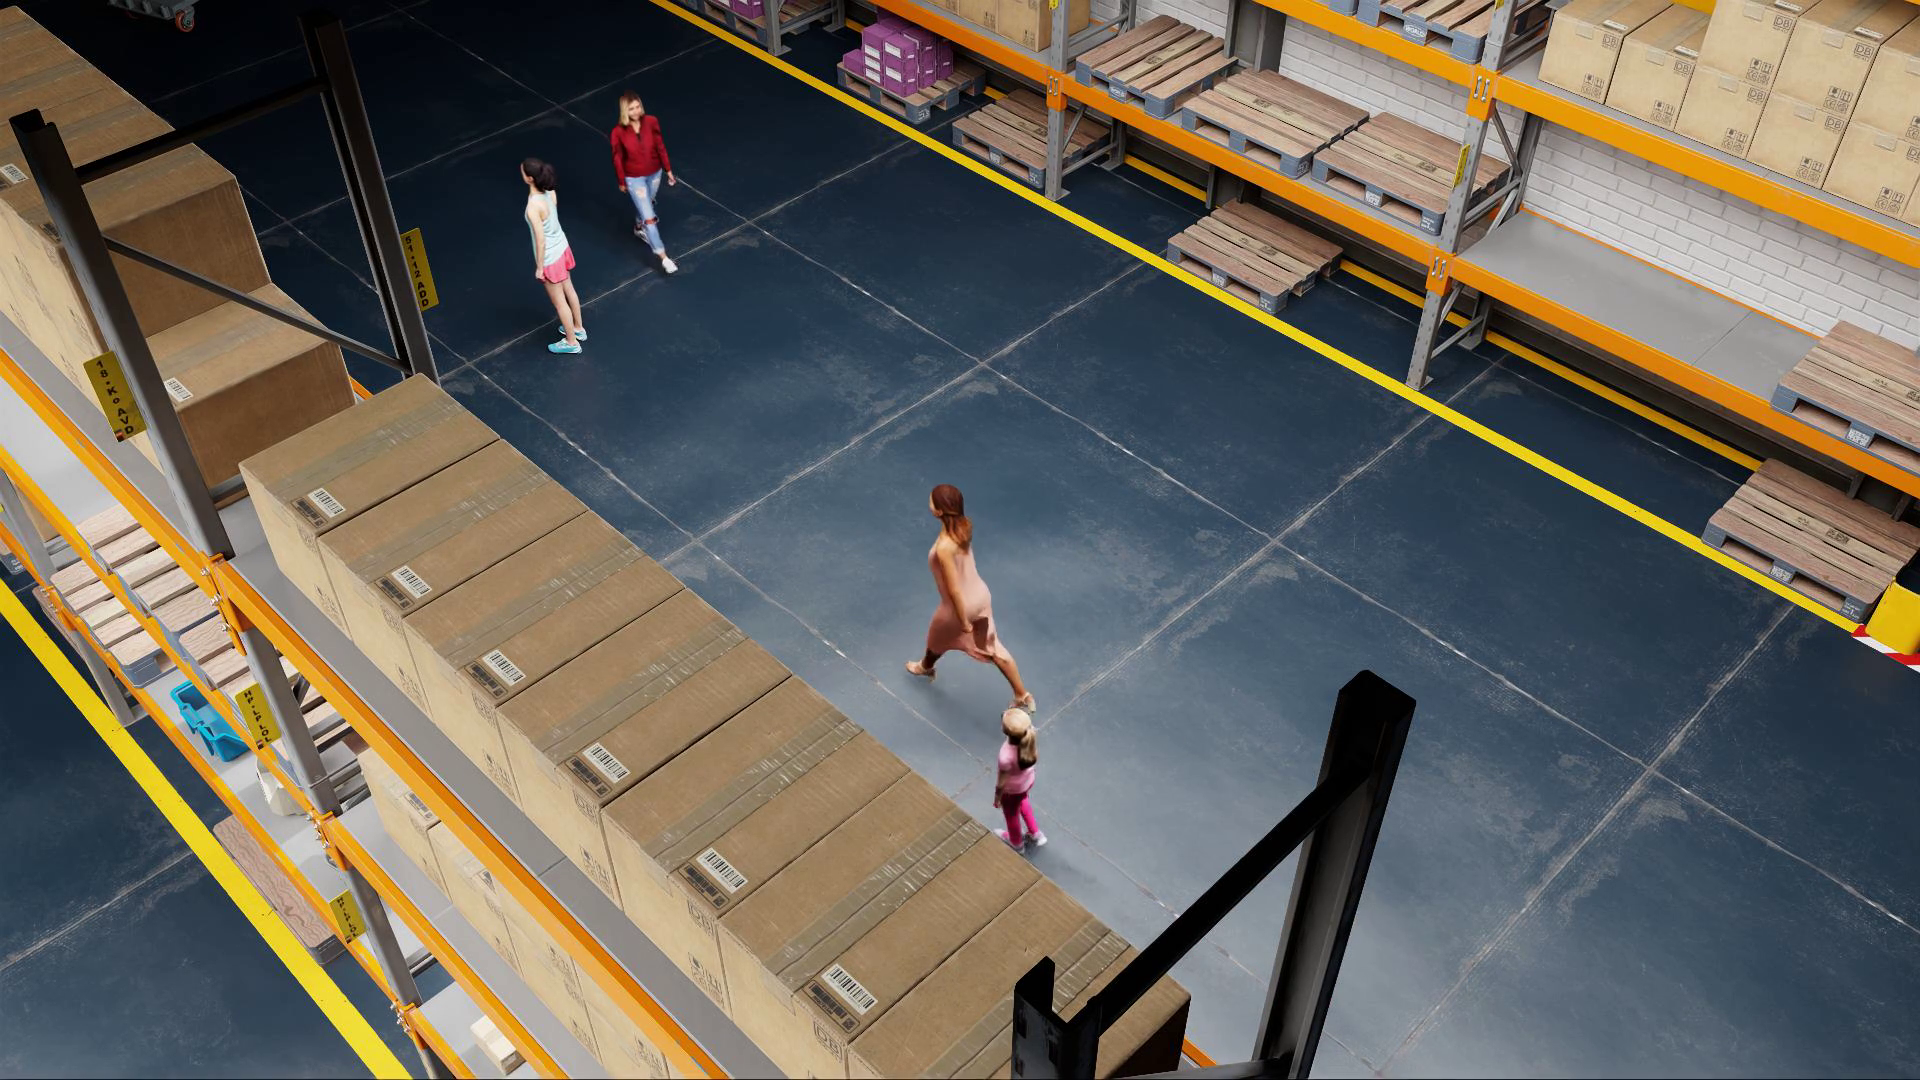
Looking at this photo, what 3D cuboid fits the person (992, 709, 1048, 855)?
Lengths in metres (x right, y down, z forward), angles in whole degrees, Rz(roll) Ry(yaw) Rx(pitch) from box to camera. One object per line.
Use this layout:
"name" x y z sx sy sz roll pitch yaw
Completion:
"person" 0.383 1.440 9.775 0.609 1.265 0.555 26 50 25

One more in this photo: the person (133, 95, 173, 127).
"person" -6.890 -3.130 14.349 1.089 1.573 0.805 22 48 22

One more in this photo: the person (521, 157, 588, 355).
"person" -3.276 -2.277 13.315 0.715 1.764 0.684 8 44 8

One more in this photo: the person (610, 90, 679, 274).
"person" -2.769 -3.159 14.370 0.666 1.585 1.089 -30 51 -28

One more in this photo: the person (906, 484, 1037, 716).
"person" 0.116 0.455 10.447 1.262 1.766 0.841 18 47 18
